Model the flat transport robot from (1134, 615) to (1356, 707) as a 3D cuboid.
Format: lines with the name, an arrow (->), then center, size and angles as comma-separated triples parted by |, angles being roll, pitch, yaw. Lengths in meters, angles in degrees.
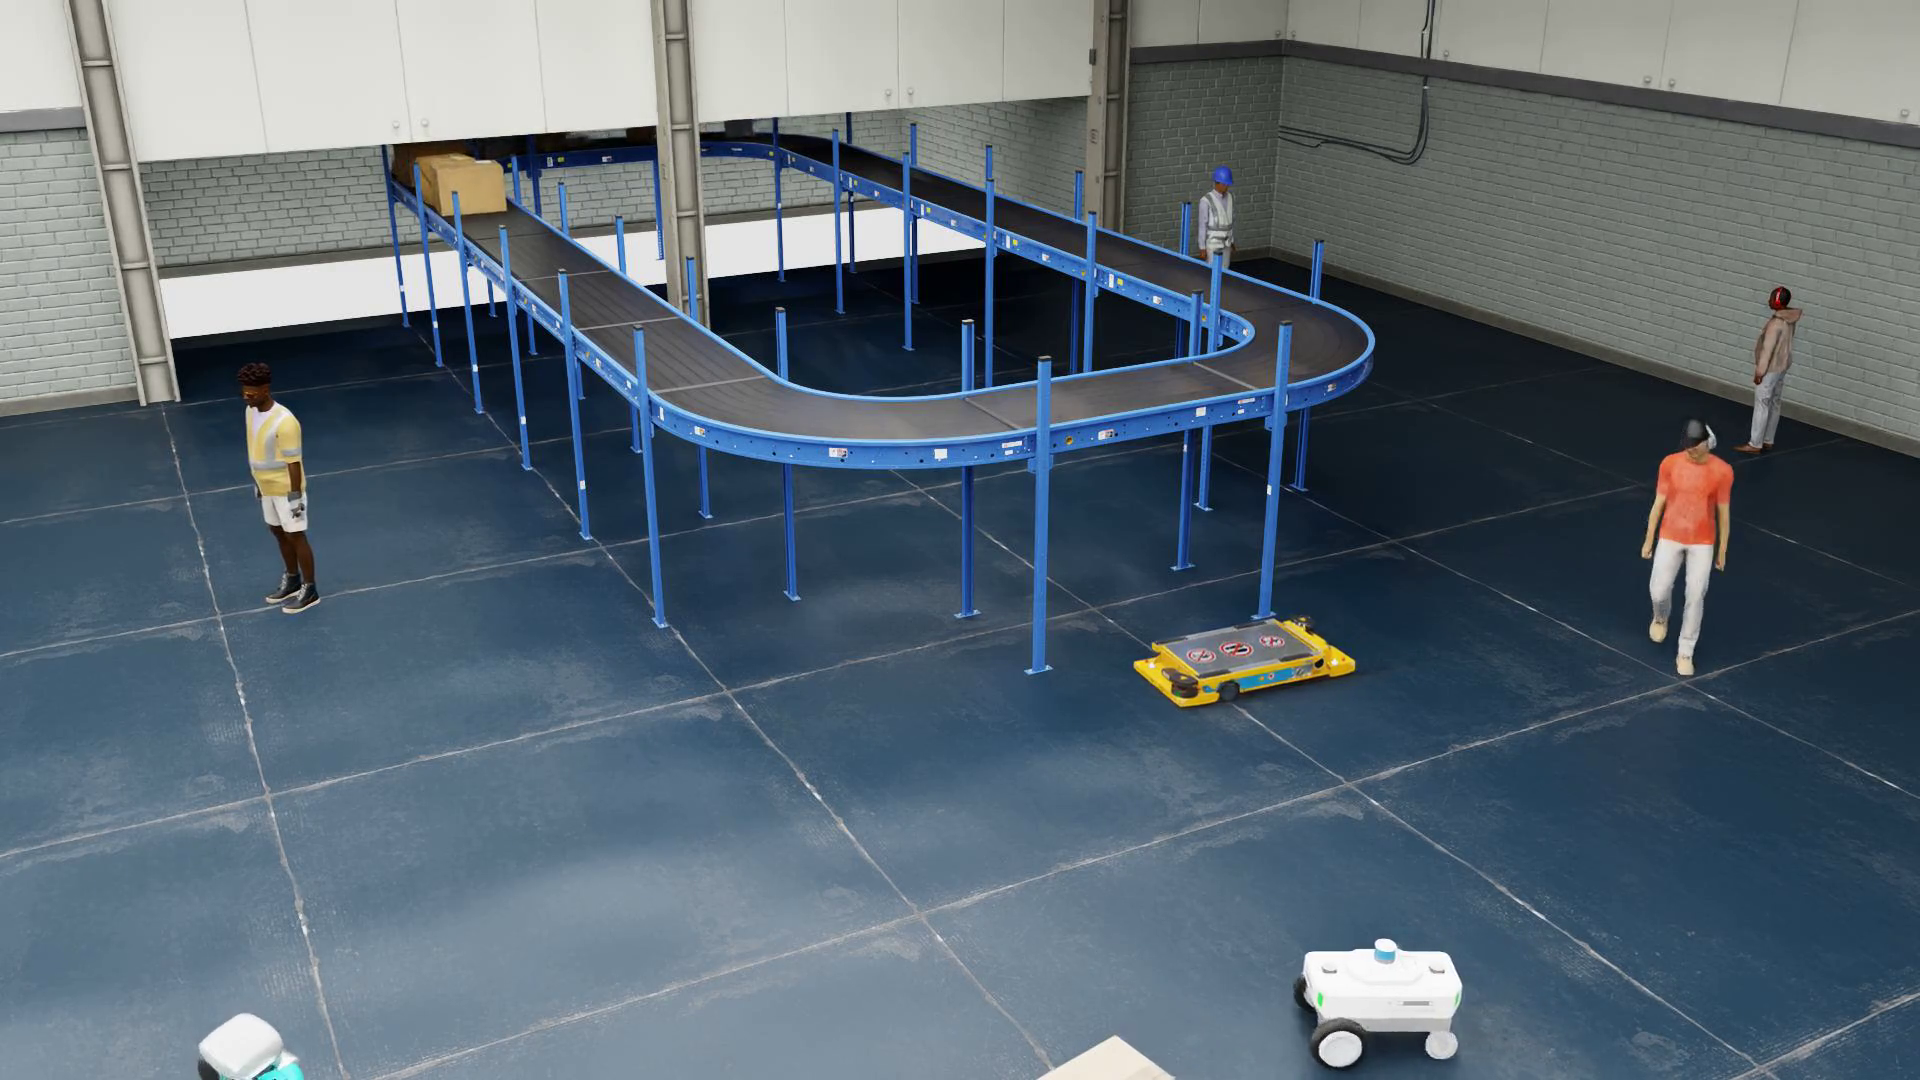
flat transport robot -> 2.015, 0.853, 11.768 | 1.431, 0.231, 0.659 | -9, 24, -21

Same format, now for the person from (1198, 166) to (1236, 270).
person -> 3.224, -3.715, 20.845 | 0.622, 1.932, 0.415 | -17, 28, -36

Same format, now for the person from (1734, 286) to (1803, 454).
person -> 7.847, -1.636, 16.083 | 0.464, 1.648, 0.327 | -18, 28, -38

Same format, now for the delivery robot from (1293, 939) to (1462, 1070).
delivery robot -> 2.009, 2.212, 8.043 | 0.803, 0.608, 0.499 | 0, 22, 0

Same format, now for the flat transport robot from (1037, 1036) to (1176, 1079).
flat transport robot -> 0.688, 2.975, 6.521 | 1.431, 0.231, 0.659 | -17, 27, -36

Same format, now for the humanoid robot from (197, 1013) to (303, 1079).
humanoid robot -> -2.512, 2.553, 5.674 | 0.530, 1.806, 0.804 | 12, 25, 26

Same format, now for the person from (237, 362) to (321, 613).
person -> -5.179, -0.411, 12.645 | 0.603, 1.958, 0.377 | 18, 28, 37

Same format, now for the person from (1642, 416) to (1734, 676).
person -> 5.112, 0.014, 11.696 | 0.561, 1.882, 0.559 | 9, 24, 22
